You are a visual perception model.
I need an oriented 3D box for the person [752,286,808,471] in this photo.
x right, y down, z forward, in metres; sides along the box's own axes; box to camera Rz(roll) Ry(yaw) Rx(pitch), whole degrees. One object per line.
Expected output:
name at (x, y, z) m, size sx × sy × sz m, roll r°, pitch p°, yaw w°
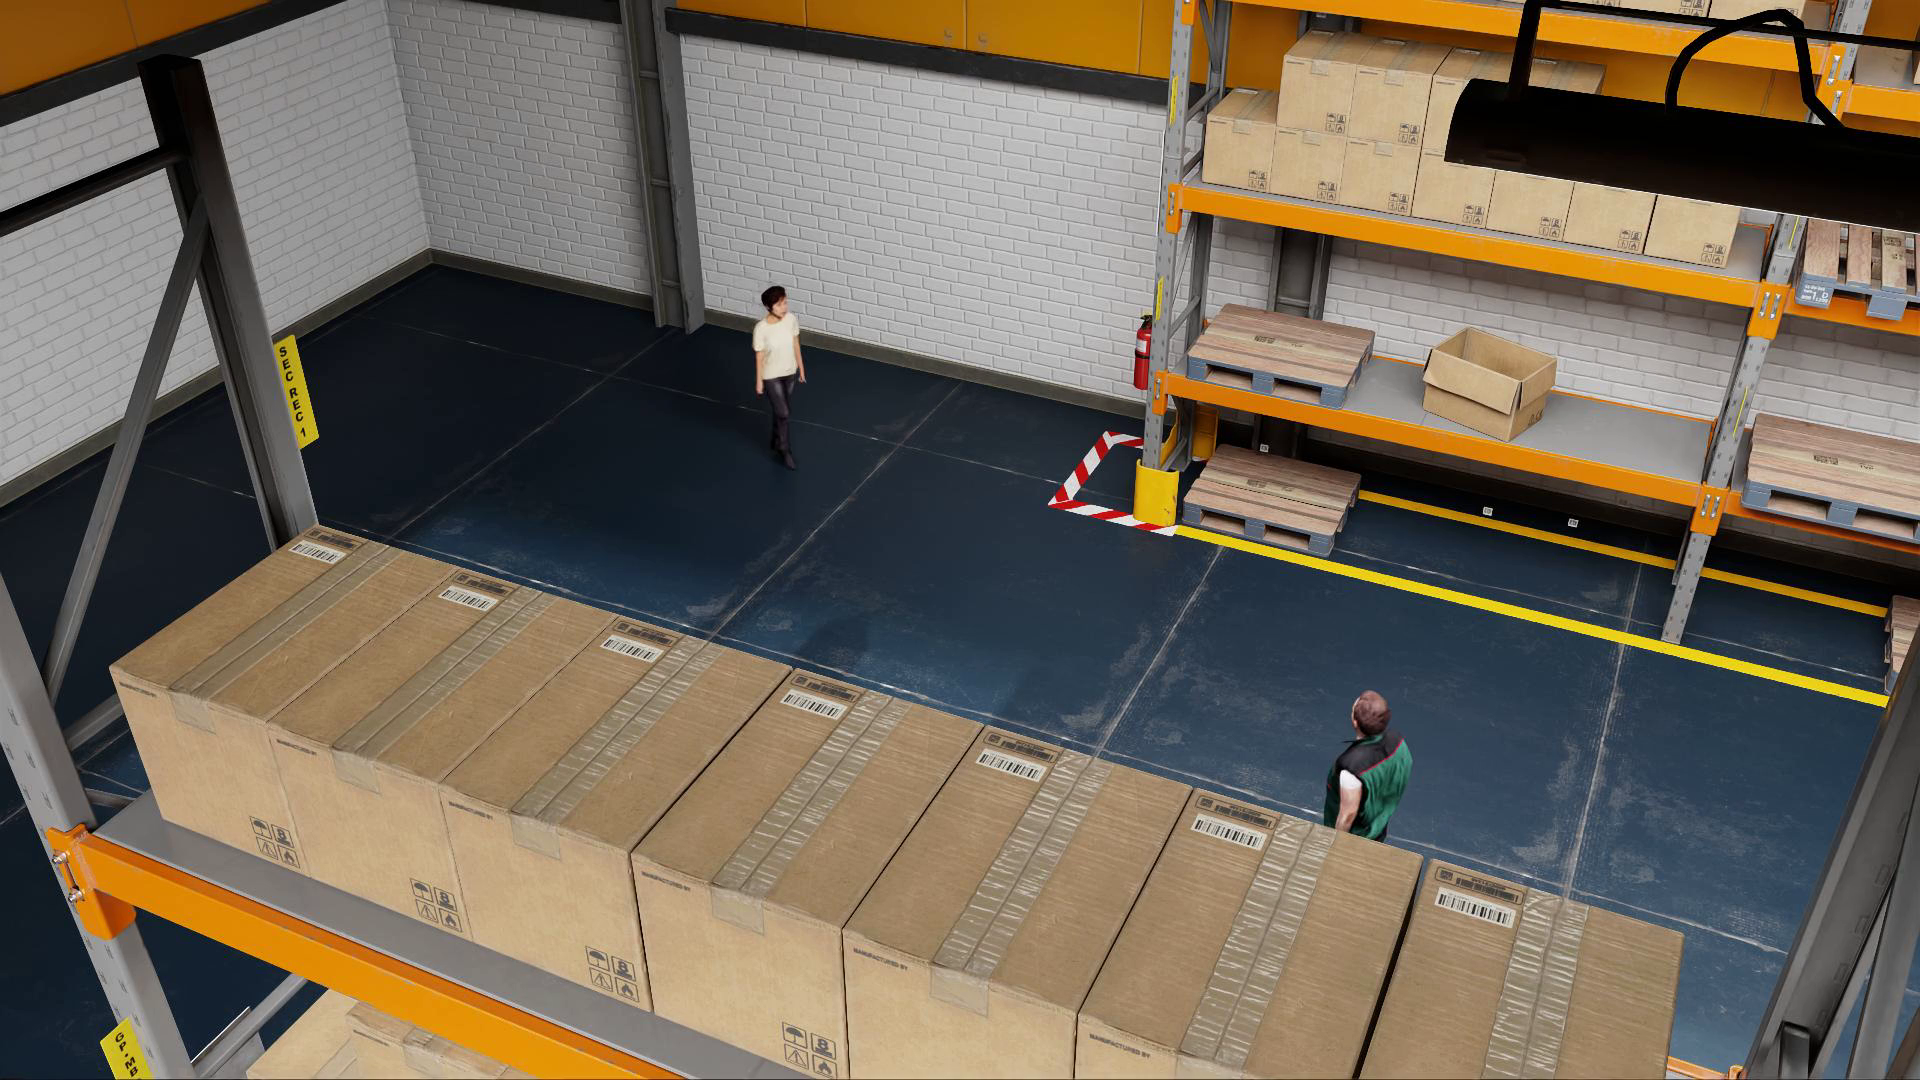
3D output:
person at (-1.546, -1.383, 13.760) m, size 0.784 × 1.572 × 0.721 m, roll 29°, pitch 43°, yaw 36°

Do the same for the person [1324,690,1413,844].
person at (2.156, 1.564, 9.084) m, size 0.717 × 1.841 × 0.698 m, roll -27°, pitch 42°, yaw -35°
